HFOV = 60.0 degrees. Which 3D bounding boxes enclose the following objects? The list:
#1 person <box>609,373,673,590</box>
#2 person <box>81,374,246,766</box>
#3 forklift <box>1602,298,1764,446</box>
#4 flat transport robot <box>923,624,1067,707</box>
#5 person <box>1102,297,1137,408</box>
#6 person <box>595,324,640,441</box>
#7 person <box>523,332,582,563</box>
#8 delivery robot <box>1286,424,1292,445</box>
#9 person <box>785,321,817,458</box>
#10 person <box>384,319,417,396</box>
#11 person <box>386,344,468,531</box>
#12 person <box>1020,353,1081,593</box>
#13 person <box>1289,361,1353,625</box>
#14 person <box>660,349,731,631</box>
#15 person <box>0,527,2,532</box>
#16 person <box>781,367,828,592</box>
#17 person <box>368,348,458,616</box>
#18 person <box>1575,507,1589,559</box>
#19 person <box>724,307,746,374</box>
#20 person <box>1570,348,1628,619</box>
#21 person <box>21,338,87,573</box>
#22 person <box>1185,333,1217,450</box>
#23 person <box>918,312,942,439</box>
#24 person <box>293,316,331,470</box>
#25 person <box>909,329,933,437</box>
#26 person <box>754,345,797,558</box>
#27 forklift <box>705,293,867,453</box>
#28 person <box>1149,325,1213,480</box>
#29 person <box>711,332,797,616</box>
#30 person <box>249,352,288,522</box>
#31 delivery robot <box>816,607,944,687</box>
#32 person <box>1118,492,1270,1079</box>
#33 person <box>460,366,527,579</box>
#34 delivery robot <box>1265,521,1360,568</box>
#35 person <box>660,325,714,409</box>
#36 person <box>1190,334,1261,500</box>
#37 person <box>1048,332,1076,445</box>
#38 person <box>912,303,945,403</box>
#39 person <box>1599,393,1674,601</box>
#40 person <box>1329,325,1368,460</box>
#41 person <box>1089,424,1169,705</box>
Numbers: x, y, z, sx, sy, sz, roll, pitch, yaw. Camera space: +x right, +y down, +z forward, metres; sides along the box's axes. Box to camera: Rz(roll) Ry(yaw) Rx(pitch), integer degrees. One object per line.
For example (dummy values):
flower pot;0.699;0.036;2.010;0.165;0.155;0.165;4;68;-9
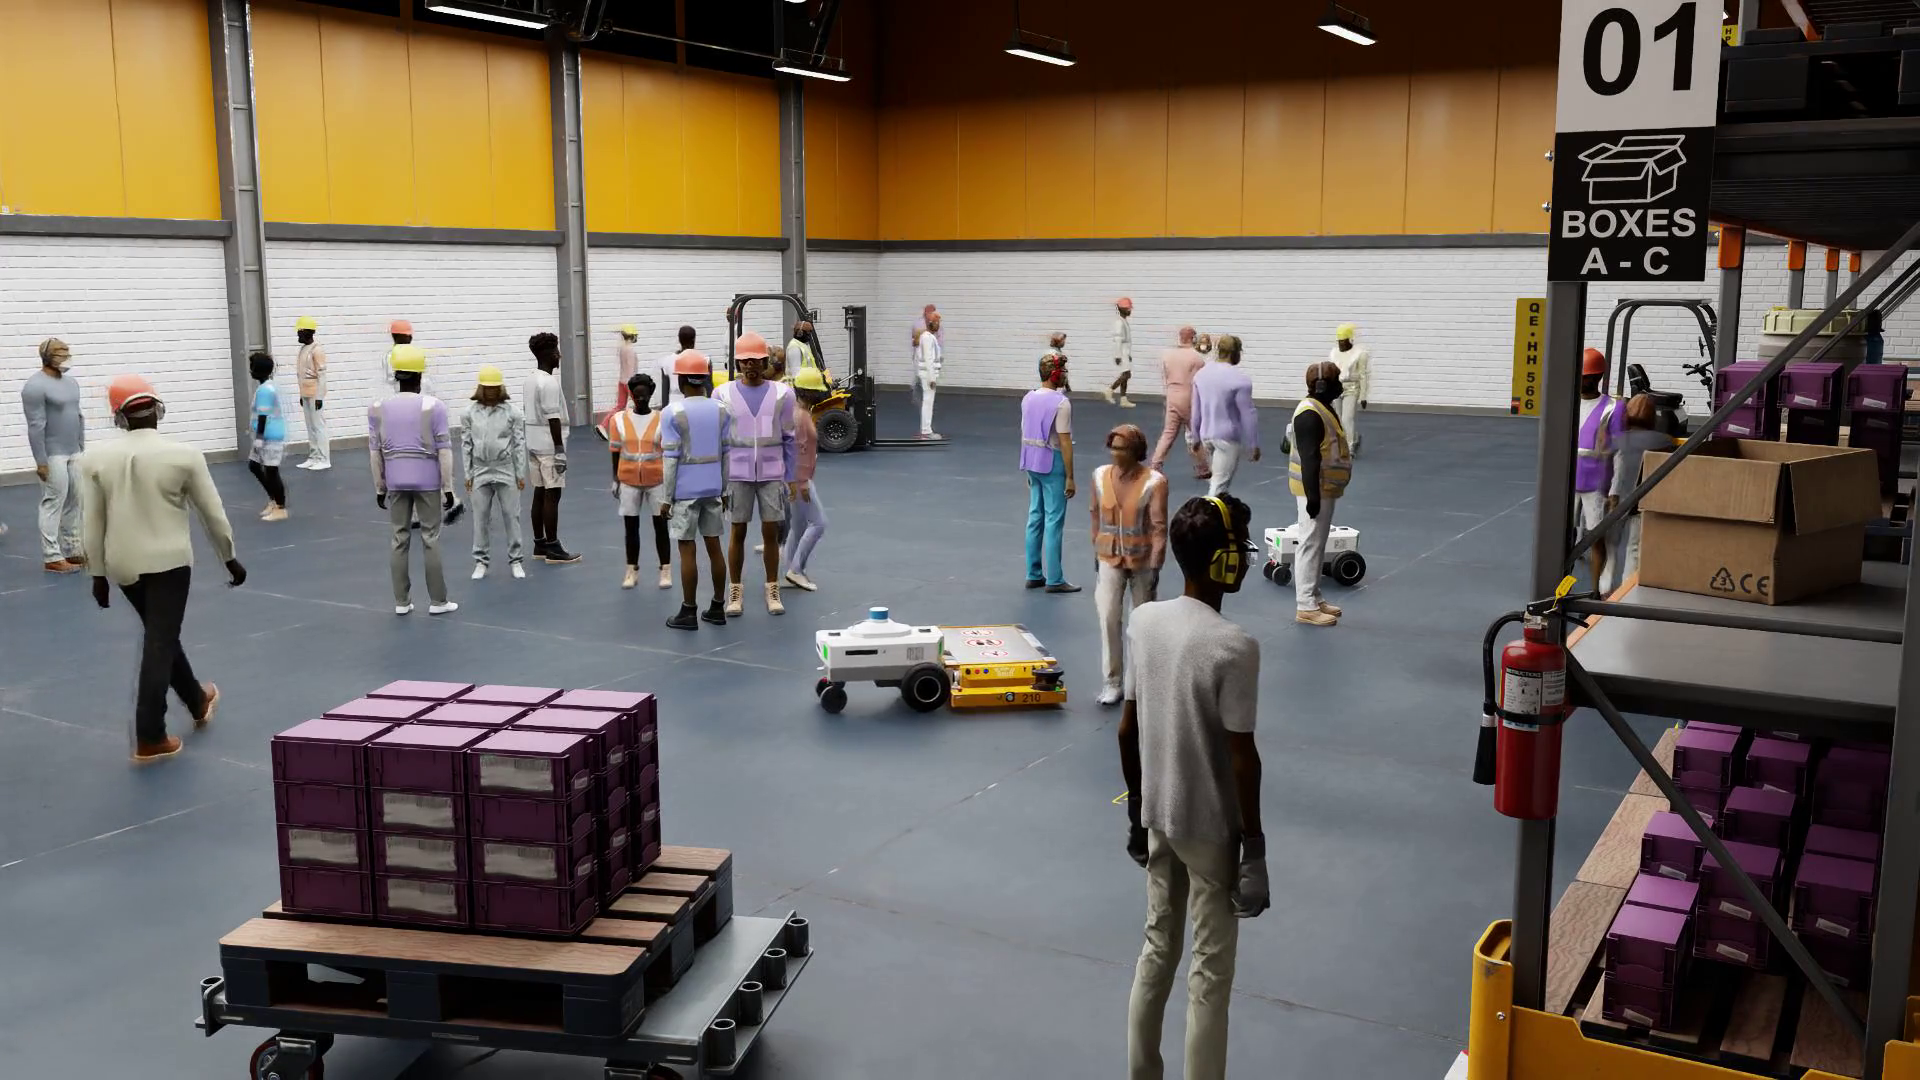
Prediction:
person;-2.455;-0.452;12.942;0.532;1.693;0.317;0;9;-2
person;-4.097;0.117;8.601;0.656;1.926;0.999;0;9;1
forklift;7.954;-1.589;18.462;2.313;2.155;1.214;5;11;30
flat transport robot;0.171;0.726;9.997;0.652;0.197;1.431;-1;9;-9
person;2.966;-3.426;30.442;0.502;2.025;0.619;2;9;15
person;-4.936;-2.312;24.433;0.850;1.731;0.527;-6;11;-31
person;-3.498;-0.785;14.150;0.368;1.966;0.603;-6;11;-34
delivery robot;4.769;-1.494;22.678;0.477;0.478;0.707;9;13;44
person;-2.072;-1.956;21.868;0.429;1.839;0.623;0;9;2
person;-6.541;-1.655;19.721;0.607;1.917;0.580;-1;9;-5
person;-5.087;-0.963;15.768;0.603;1.807;0.636;-4;10;-23
person;0.677;-0.512;12.822;0.380;1.845;0.570;-6;11;-33
person;2.541;-0.336;11.730;0.429;1.846;0.625;3;10;20
person;-1.838;-0.344;11.490;0.545;1.938;0.359;-8;12;-43
person;-9.243;-0.943;14.905;1.031;2.000;0.691;-7;12;-38
person;-1.211;-0.449;12.762;0.438;1.748;0.547;0;9;0
person;-3.919;-0.411;11.935;0.585;1.928;0.368;0;9;2
person;5.162;-0.583;14.021;0.534;1.588;0.813;6;11;32
person;-3.938;-3.121;28.999;0.356;1.882;0.574;-7;12;-38
person;4.437;-0.400;11.847;0.369;1.933;0.551;-8;12;-42
person;-7.409;-0.688;13.683;0.375;1.933;0.644;0;9;3
person;3.362;-2.068;23.198;0.498;1.633;0.281;-3;10;-20
person;-0.441;-2.414;24.586;0.357;1.878;0.612;0;9;-3
person;-8.136;-1.842;20.858;0.357;1.930;0.591;-9;13;-43
person;-0.618;-2.354;25.006;0.335;1.619;0.515;1;9;7
person;-1.579;-0.762;14.407;0.345;1.840;0.504;-5;10;-27
forklift;-2.458;-2.344;23.176;2.313;2.155;1.214;0;9;-2
person;2.640;-1.615;19.707;1.007;1.861;0.640;-7;12;-38
person;-1.472;-0.465;11.916;0.615;2.041;0.376;-2;9;-11
person;-6.862;-1.005;16.410;0.401;1.686;0.540;-4;10;-22
delivery robot;-0.458;0.626;9.446;0.707;0.478;0.477;-2;9;-10
person;0.651;0.799;4.569;0.310;1.868;0.532;-6;11;-35
person;-3.726;-0.532;13.331;0.497;1.732;0.383;-1;9;-8
delivery robot;2.797;0.020;13.229;0.707;0.478;0.477;-1;9;-7
person;-3.032;-1.440;18.460;0.597;1.891;0.853;2;9;12
person;2.462;-0.893;14.984;0.791;1.912;0.666;-6;11;-35
person;1.474;-2.166;23.860;0.666;1.617;0.528;3;9;16
person;-0.598;-3.533;31.530;0.660;1.890;0.485;3;10;20
person;4.772;-0.235;11.821;0.505;1.613;0.371;3;10;18
person;5.173;-1.947;22.001;0.708;1.784;0.597;-6;11;-35
person;0.955;0.139;9.482;0.522;1.597;0.679;4;10;22
